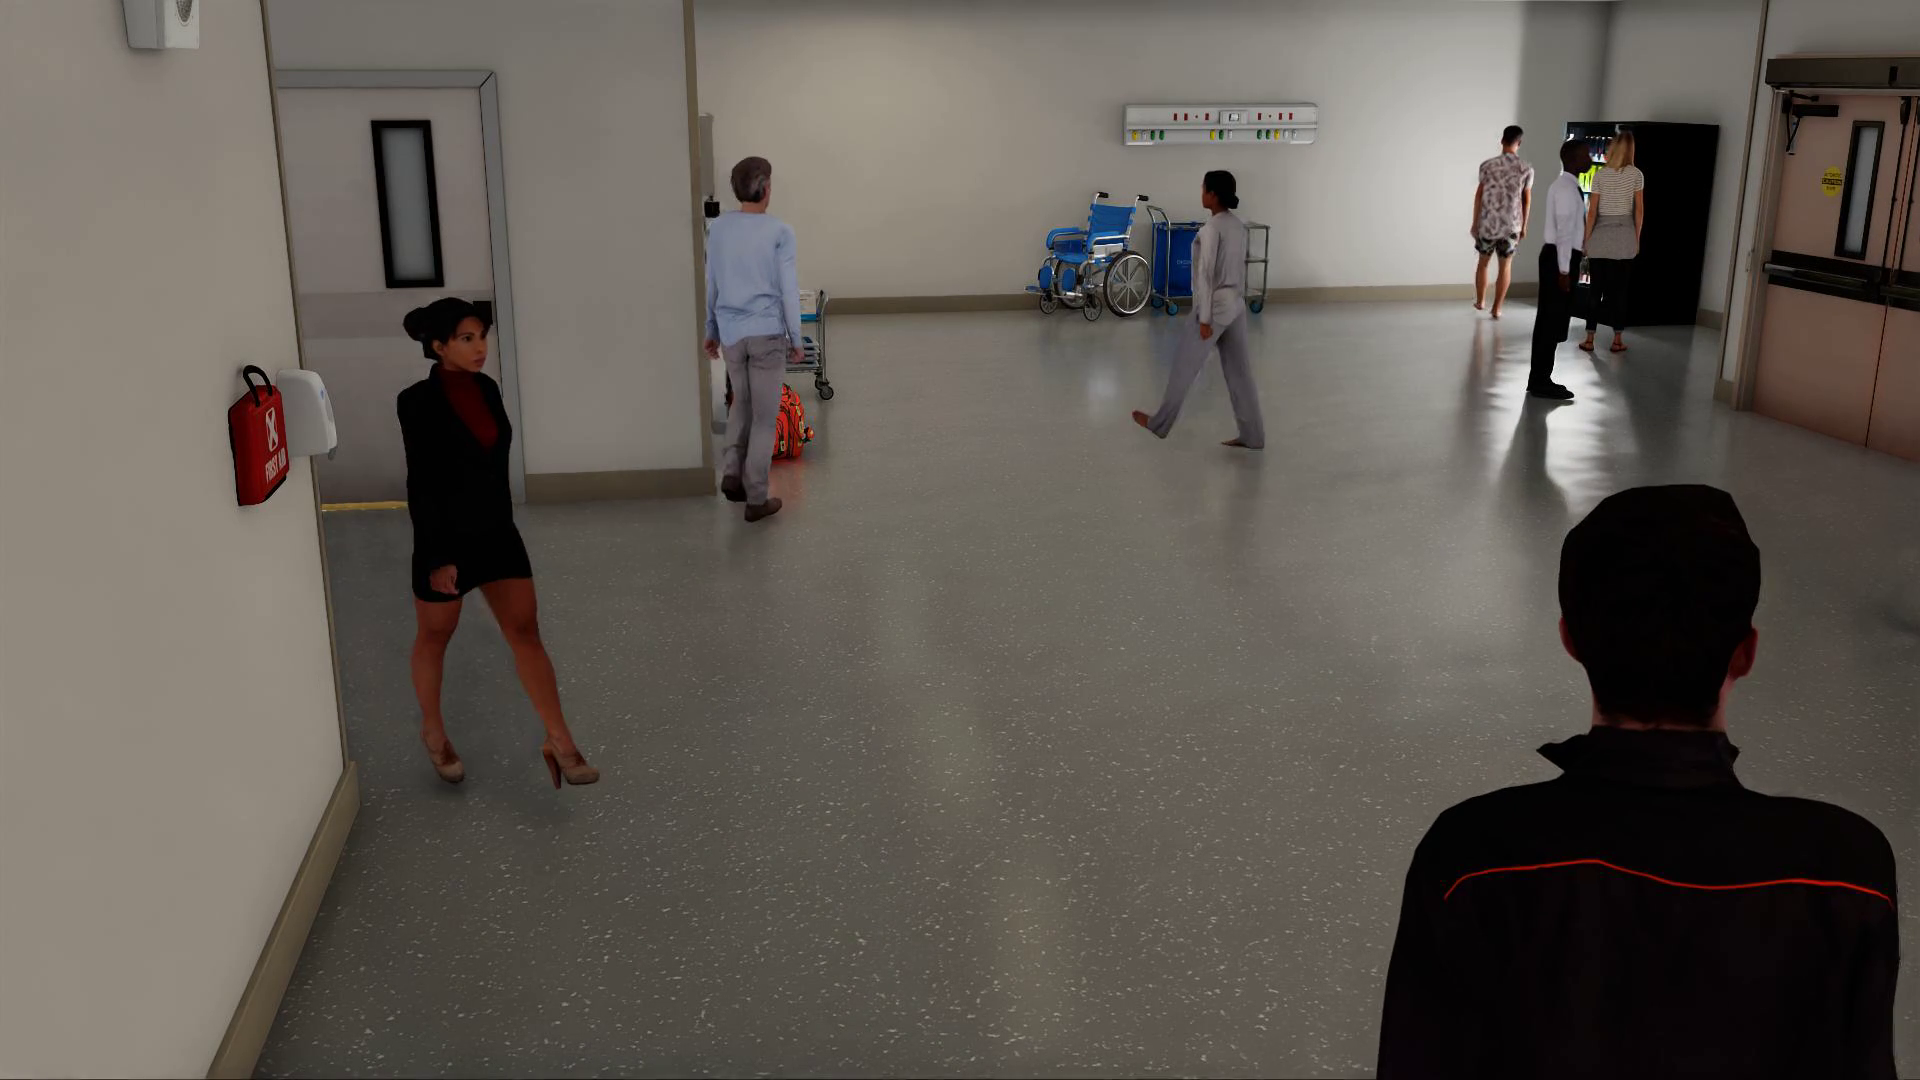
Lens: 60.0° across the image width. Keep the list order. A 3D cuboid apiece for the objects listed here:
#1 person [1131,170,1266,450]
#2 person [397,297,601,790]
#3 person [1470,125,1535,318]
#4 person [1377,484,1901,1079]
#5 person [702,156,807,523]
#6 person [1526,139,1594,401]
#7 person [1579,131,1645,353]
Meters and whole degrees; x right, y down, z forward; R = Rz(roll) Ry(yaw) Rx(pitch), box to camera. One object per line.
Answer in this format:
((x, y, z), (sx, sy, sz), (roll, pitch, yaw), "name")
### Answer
((1.651, -1.361, 10.192), (1.217, 1.688, 1.111), (13, 20, 38), "person")
((-1.658, 0.044, 5.345), (1.001, 1.613, 0.929), (12, 20, 36), "person")
((5.162, -3.014, 15.864), (0.922, 1.792, 1.049), (4, 16, 14), "person")
((0.693, 0.880, 1.812), (0.752, 1.923, 0.696), (2, 16, 5), "person")
((-1.117, -1.009, 8.593), (0.831, 1.878, 0.869), (6, 17, 21), "person")
((4.342, -1.971, 12.083), (0.764, 1.835, 0.604), (3, 16, 11), "person")
((5.500, -2.510, 14.010), (0.677, 1.827, 0.681), (5, 17, 18), "person")
